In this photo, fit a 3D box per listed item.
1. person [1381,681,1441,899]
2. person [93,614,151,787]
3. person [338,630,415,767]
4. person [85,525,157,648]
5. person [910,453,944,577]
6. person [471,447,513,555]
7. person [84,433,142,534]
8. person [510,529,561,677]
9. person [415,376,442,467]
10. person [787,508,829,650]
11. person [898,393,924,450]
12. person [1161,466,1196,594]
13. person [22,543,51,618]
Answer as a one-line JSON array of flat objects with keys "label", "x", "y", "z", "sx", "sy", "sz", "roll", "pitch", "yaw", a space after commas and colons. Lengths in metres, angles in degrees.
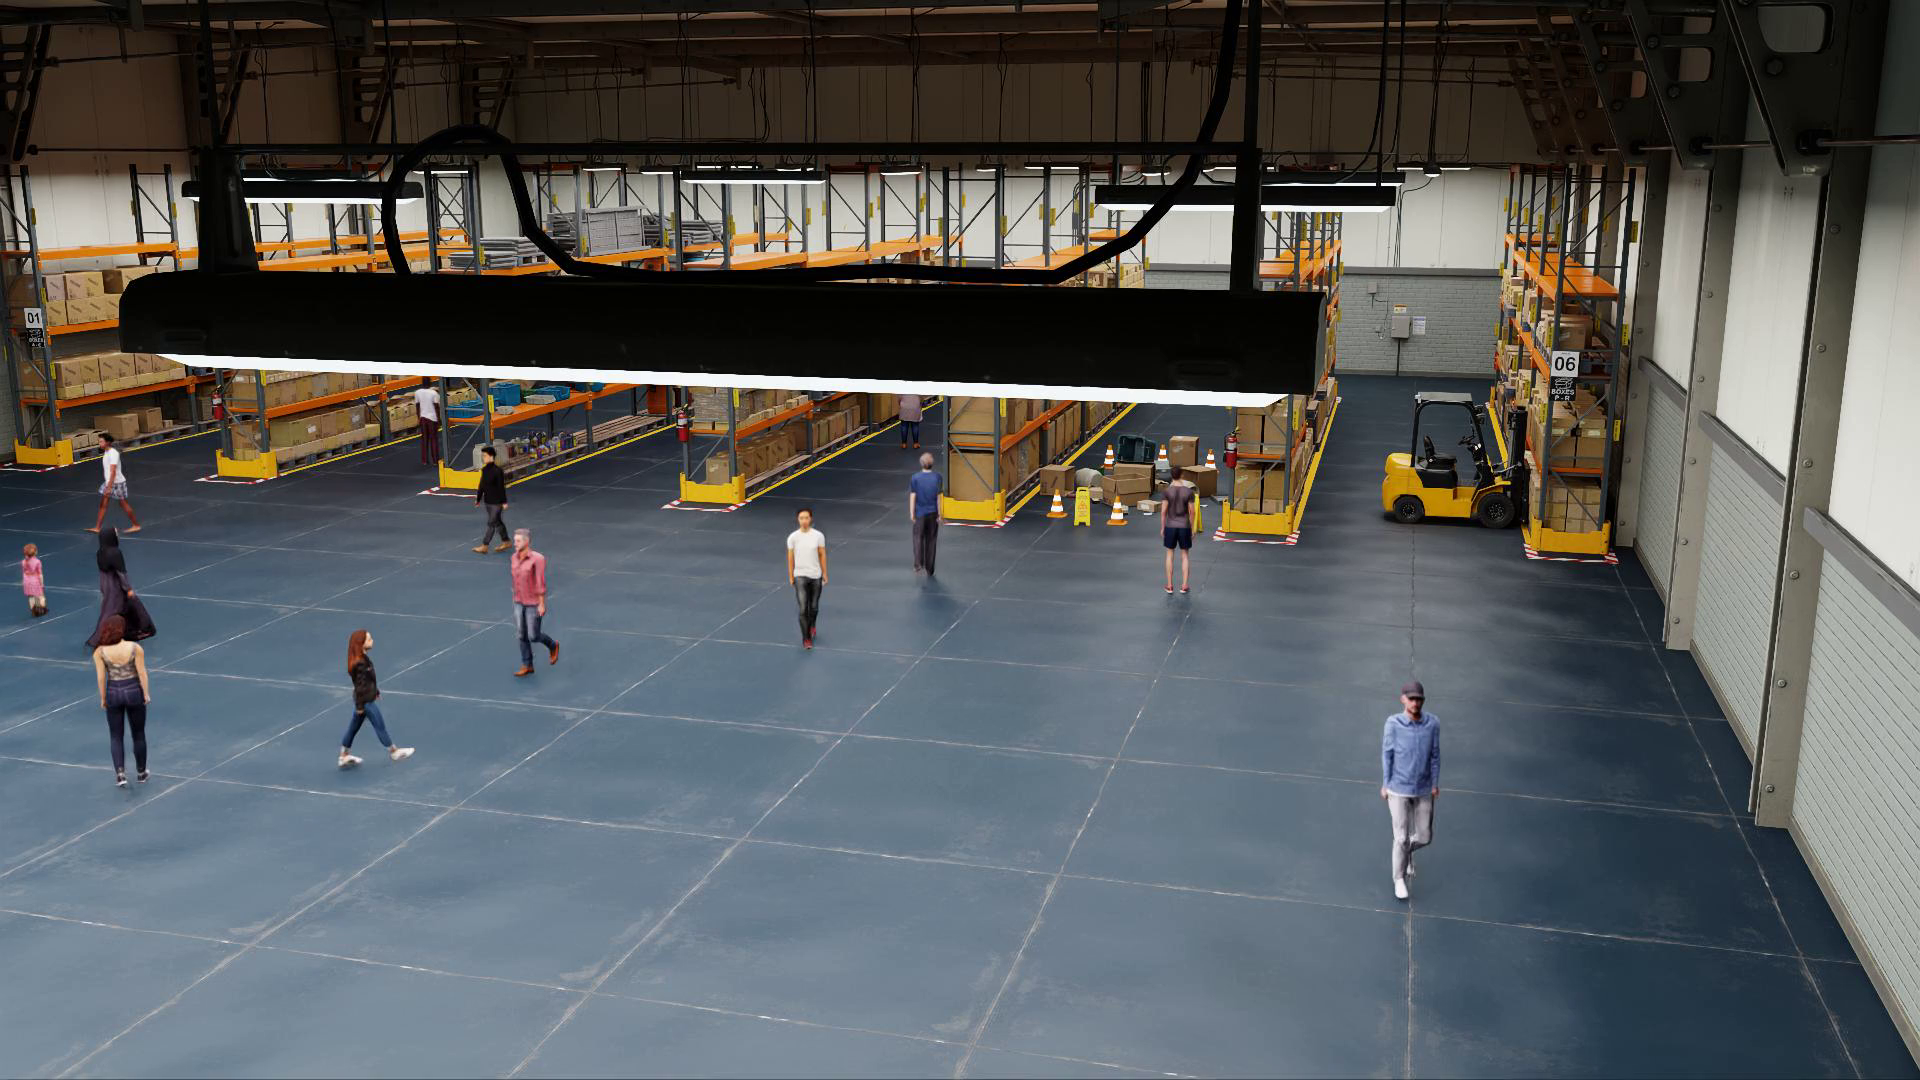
[{"label": "person", "x": 3.849, "y": 2.090, "z": 14.256, "sx": 0.785, "sy": 1.876, "sz": 0.912, "roll": 0, "pitch": 13, "yaw": 0}, {"label": "person", "x": -8.332, "y": 1.607, "z": 16.584, "sx": 0.804, "sy": 1.767, "sz": 0.880, "roll": -5, "pitch": 14, "yaw": -19}, {"label": "person", "x": -6.204, "y": 1.655, "z": 17.108, "sx": 1.002, "sy": 1.438, "sz": 0.959, "roll": -7, "pitch": 15, "yaw": -27}, {"label": "person", "x": -10.857, "y": 0.615, "z": 21.220, "sx": 0.941, "sy": 1.608, "sz": 1.206, "roll": 11, "pitch": 17, "yaw": 40}, {"label": "person", "x": -0.489, "y": -0.361, "z": 24.881, "sx": 0.761, "sy": 1.858, "sz": 0.769, "roll": -1, "pitch": 13, "yaw": -5}, {"label": "person", "x": -7.346, "y": -0.635, "z": 26.429, "sx": 1.113, "sy": 1.694, "sz": 0.960, "roll": -12, "pitch": 18, "yaw": -42}, {"label": "person", "x": -13.982, "y": -0.925, "z": 27.692, "sx": 1.166, "sy": 1.689, "sz": 1.003, "roll": -12, "pitch": 17, "yaw": -41}, {"label": "person", "x": -5.174, "y": 0.746, "z": 20.198, "sx": 0.826, "sy": 1.814, "sz": 0.947, "roll": 8, "pitch": 15, "yaw": 30}, {"label": "person", "x": -10.847, "y": -2.446, "z": 33.939, "sx": 0.682, "sy": 1.833, "sz": 0.540, "roll": 2, "pitch": 13, "yaw": 8}, {"label": "person", "x": -1.958, "y": 0.465, "z": 21.520, "sx": 1.001, "sy": 1.765, "sz": 1.231, "roll": -3, "pitch": 13, "yaw": -13}, {"label": "person", "x": -1.084, "y": -2.837, "z": 35.826, "sx": 0.733, "sy": 1.744, "sz": 0.692, "roll": 1, "pitch": 13, "yaw": 3}, {"label": "person", "x": 3.141, "y": -0.154, "z": 24.004, "sx": 0.665, "sy": 1.851, "sz": 0.579, "roll": 2, "pitch": 13, "yaw": 8}, {"label": "person", "x": -12.720, "y": 0.561, "z": 22.772, "sx": 0.518, "sy": 1.013, "sz": 0.598, "roll": -2, "pitch": 13, "yaw": -7}]
